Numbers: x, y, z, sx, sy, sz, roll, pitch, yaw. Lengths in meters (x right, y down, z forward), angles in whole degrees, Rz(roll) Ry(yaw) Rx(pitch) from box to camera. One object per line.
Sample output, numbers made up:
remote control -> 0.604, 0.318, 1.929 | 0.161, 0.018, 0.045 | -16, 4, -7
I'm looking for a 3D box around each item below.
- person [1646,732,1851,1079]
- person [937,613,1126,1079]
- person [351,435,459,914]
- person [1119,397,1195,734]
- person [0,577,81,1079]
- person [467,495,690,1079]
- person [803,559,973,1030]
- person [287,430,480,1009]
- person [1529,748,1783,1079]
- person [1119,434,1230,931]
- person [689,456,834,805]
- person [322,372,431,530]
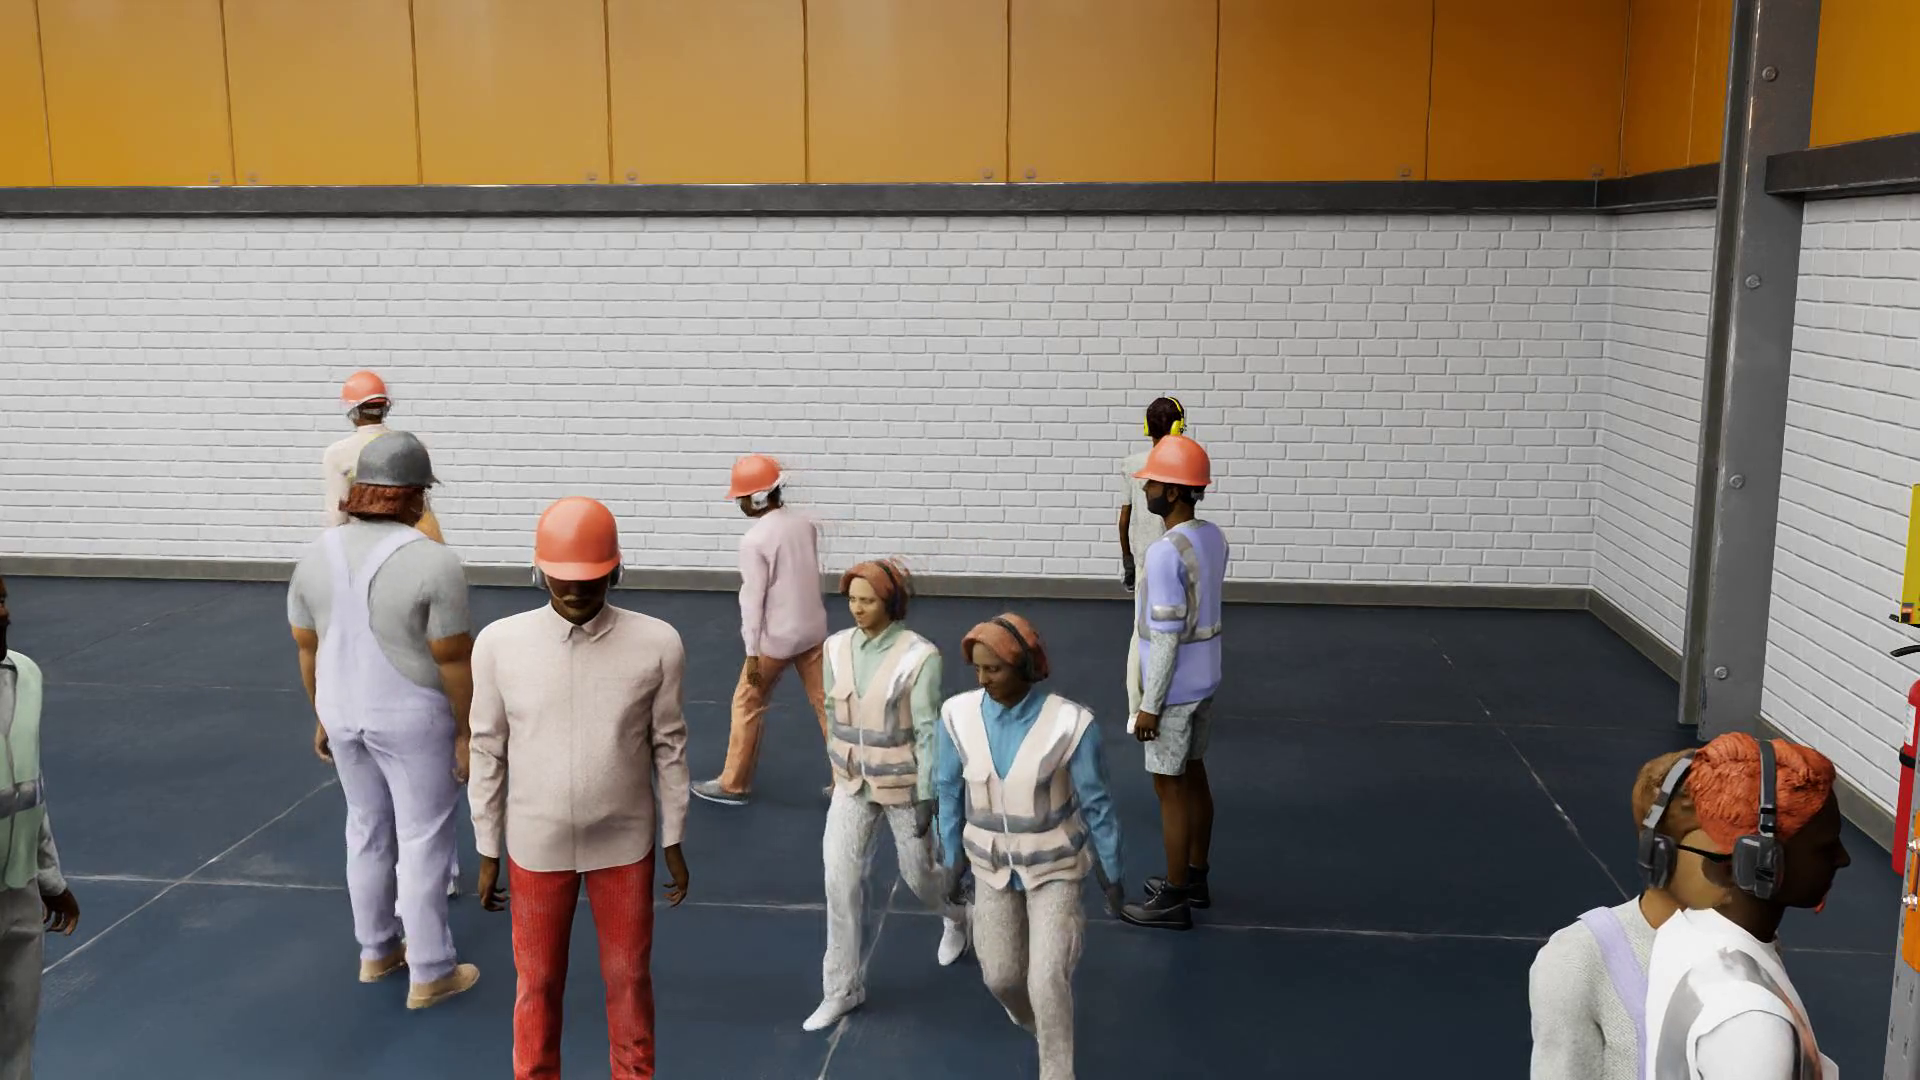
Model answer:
person -> 1.256, 1.239, 2.771 | 0.346, 1.880, 0.584 | 2, 10, 10
person -> 0.239, 0.981, 5.020 | 0.588, 1.610, 0.622 | 5, 11, 25
person -> -2.263, 0.536, 6.769 | 0.392, 1.896, 0.691 | -1, 10, -4
person -> 1.096, 0.154, 9.042 | 0.517, 1.865, 0.328 | 8, 13, 40
person -> -2.574, 0.945, 4.343 | 0.390, 1.922, 0.587 | 1, 10, 8
person -> -1.060, 0.854, 4.672 | 0.609, 1.989, 0.391 | -2, 10, -13
person -> -0.235, 0.842, 5.860 | 0.517, 1.608, 0.811 | 6, 11, 30
person -> -1.978, 0.607, 5.936 | 0.688, 2.000, 0.535 | 4, 11, 20
person -> 1.186, 1.245, 2.849 | 0.504, 1.844, 0.345 | -4, 11, -23
person -> 0.836, 0.555, 6.518 | 0.351, 1.942, 0.547 | 5, 11, 28
person -> -0.868, 0.444, 7.876 | 0.778, 1.696, 0.580 | 6, 12, 31
person -> -3.240, 0.065, 9.263 | 0.523, 1.980, 0.632 | 9, 14, 43
